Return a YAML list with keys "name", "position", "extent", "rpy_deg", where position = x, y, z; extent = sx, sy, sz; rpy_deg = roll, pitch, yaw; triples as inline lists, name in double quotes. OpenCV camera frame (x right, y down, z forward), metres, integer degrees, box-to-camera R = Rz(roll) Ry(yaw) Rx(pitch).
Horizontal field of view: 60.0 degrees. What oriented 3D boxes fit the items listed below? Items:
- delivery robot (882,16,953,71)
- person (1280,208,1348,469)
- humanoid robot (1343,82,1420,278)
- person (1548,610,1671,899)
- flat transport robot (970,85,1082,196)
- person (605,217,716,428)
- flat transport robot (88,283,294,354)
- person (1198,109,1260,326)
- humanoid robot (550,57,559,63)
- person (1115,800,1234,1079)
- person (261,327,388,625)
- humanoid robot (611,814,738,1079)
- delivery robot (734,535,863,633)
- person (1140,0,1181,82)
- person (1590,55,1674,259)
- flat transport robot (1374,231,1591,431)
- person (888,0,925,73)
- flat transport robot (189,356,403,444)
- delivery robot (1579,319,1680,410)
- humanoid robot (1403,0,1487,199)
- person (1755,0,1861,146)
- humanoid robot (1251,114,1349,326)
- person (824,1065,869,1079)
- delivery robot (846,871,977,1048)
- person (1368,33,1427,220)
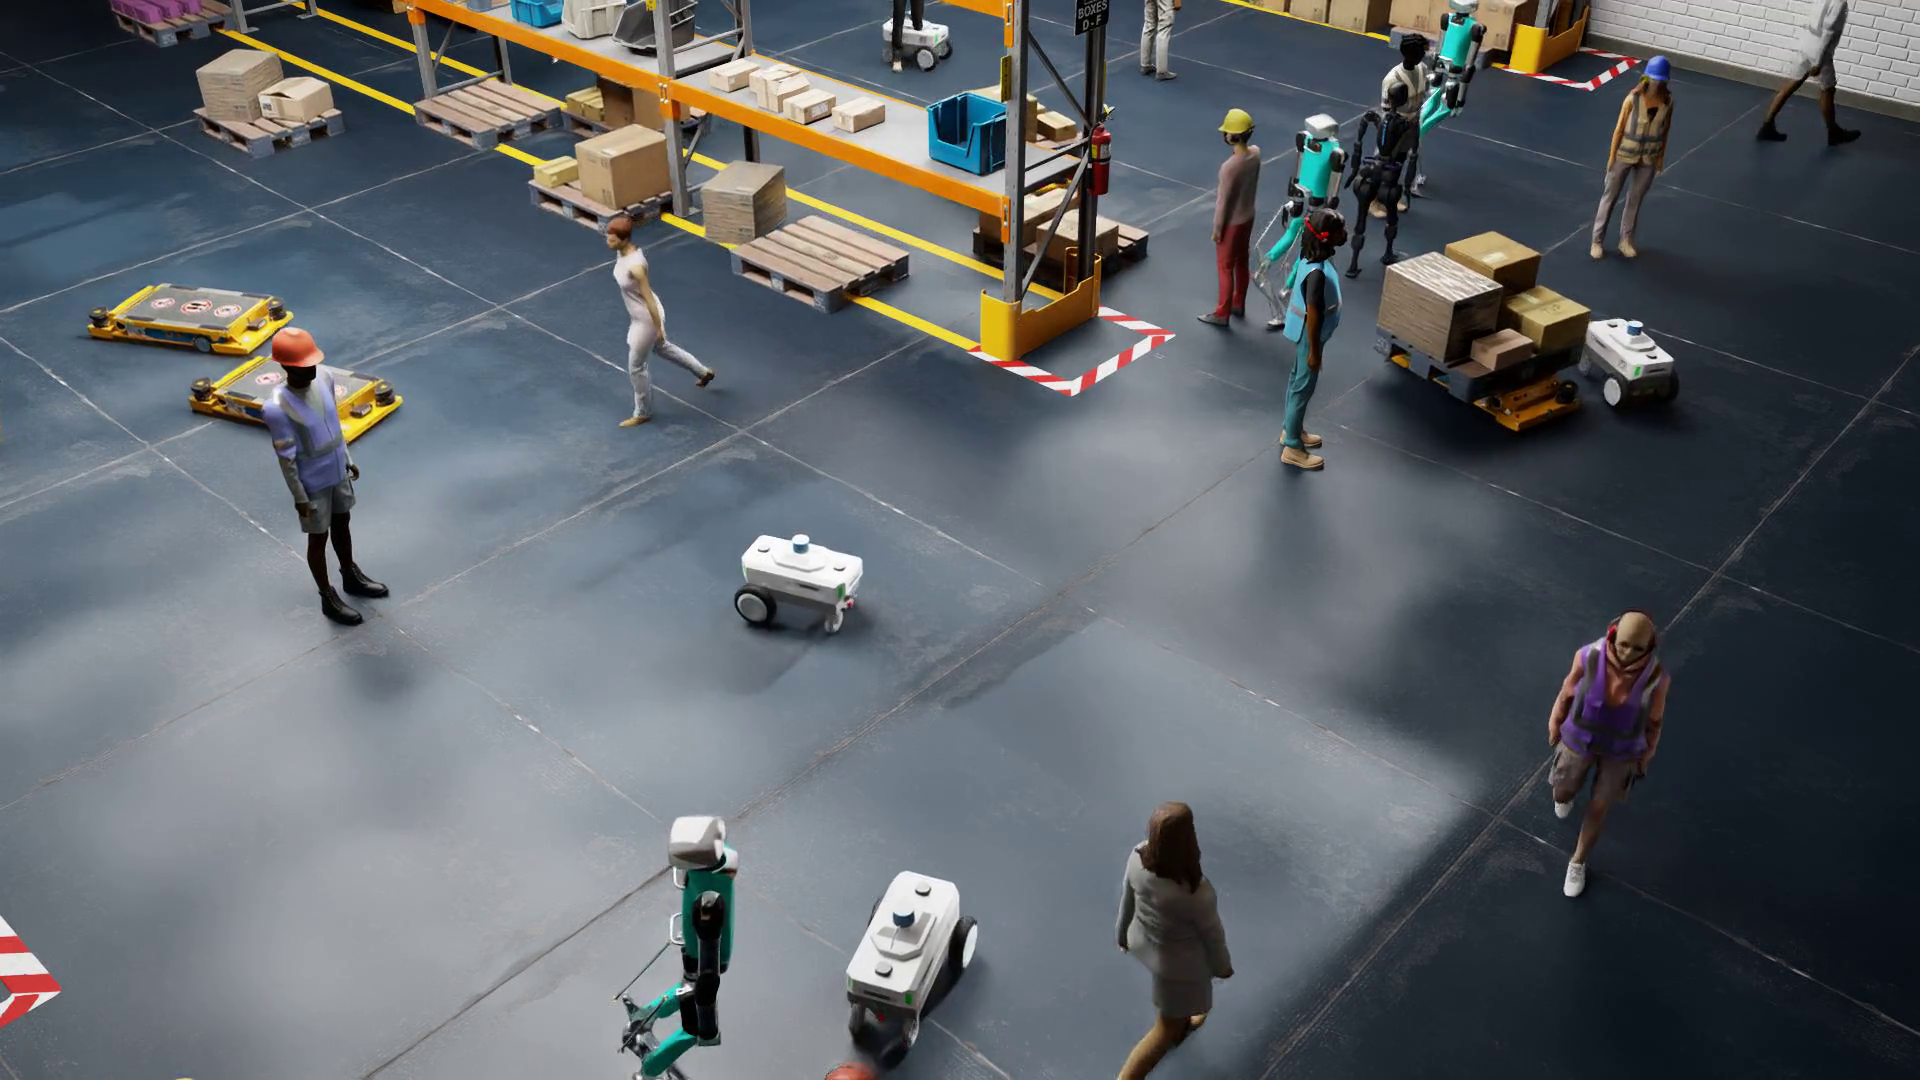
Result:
- name: "delivery robot"
  position: [-0.479, -5.628, 18.713]
  extent: [0.775, 0.596, 0.499]
  rpy_deg: [14, 37, 20]
- name: "person"
  position: [2.411, -1.386, 11.414]
  extent: [0.391, 1.866, 0.516]
  rpy_deg: [6, 35, 8]
- name: "humanoid robot"
  position: [3.540, -3.060, 14.020]
  extent: [0.601, 1.635, 0.639]
  rpy_deg: [20, 39, 26]
- name: "person"
  position: [3.159, 0.961, 8.181]
  extent: [0.498, 1.676, 0.563]
  rpy_deg: [15, 37, 21]
- name: "flat transport robot"
  position: [0.426, -3.655, 16.105]
  extent: [0.659, 0.231, 1.431]
  rpy_deg: [-20, 39, -26]
- name: "person"
  position: [-2.173, -1.624, 11.979]
  extent: [0.745, 1.620, 0.487]
  rpy_deg: [-13, 37, -19]
- name: "flat transport robot"
  position: [-6.202, -1.787, 13.399]
  extent: [1.431, 0.231, 0.659]
  rpy_deg: [8, 35, 11]
- name: "person"
  position: [2.153, -2.556, 13.205]
  extent: [0.338, 1.760, 0.528]
  rpy_deg: [26, 42, 32]
- name: "humanoid robot"
  position: [-4.388, -6.146, 18.427]
  extent: [0.582, 1.770, 0.794]
  rpy_deg: [-12, 36, -17]
- name: "person"
  position: [0.875, 1.754, 7.069]
  extent: [0.804, 1.619, 0.484]
  rpy_deg: [-22, 40, -28]
- name: "person"
  position: [-3.794, -0.401, 9.923]
  extent: [0.374, 1.938, 0.545]
  rpy_deg: [11, 36, 16]
- name: "humanoid robot"
  position: [-1.211, 1.857, 6.846]
  extent: [0.694, 1.802, 0.531]
  rpy_deg: [-4, 35, -6]
- name: "delivery robot"
  position: [-0.975, 0.226, 10.217]
  extent: [0.745, 0.578, 0.516]
  rpy_deg: [13, 37, 18]
- name: "person"
  position: [2.162, -5.922, 17.964]
  extent: [0.405, 1.892, 0.537]
  rpy_deg: [-26, 42, -32]
- name: "person"
  position: [5.770, -3.253, 14.194]
  extent: [0.479, 1.775, 0.325]
  rpy_deg: [1, 35, 1]
- name: "flat transport robot"
  position: [3.951, -1.290, 12.679]
  extent: [0.659, 0.231, 1.431]
  rpy_deg: [-19, 39, -26]
- name: "person"
  position: [-0.553, -6.060, 18.202]
  extent: [0.505, 1.846, 0.347]
  rpy_deg: [-6, 35, -9]
- name: "flat transport robot"
  position: [-4.939, -1.064, 12.352]
  extent: [1.431, 0.231, 0.659]
  rpy_deg: [13, 37, 18]
- name: "delivery robot"
  position: [5.030, -1.358, 12.524]
  extent: [0.499, 0.592, 0.791]
  rpy_deg: [-8, 35, -12]
- name: "humanoid robot"
  position: [4.345, -4.096, 15.454]
  extent: [0.872, 1.775, 0.597]
  rpy_deg: [-16, 38, -21]
- name: "person"
  position: [8.541, -4.807, 16.348]
  extent: [0.978, 1.884, 0.564]
  rpy_deg: [5, 35, 7]
- name: "humanoid robot"
  position: [2.575, -2.385, 13.016]
  extent: [0.689, 1.848, 0.545]
  rpy_deg: [-17, 38, -23]
- name: "person"
  position: [-0.416, 2.453, 5.960]
  extent: [0.638, 1.731, 0.485]
  rpy_deg: [13, 37, 18]
- name: "delivery robot"
  position: [-0.251, 1.917, 7.792]
  extent: [0.499, 0.606, 0.796]
  rpy_deg: [11, 36, 16]
- name: "person"
  position: [3.949, -3.728, 14.960]
  extent: [0.529, 1.690, 0.322]
  rpy_deg: [-26, 42, -32]
